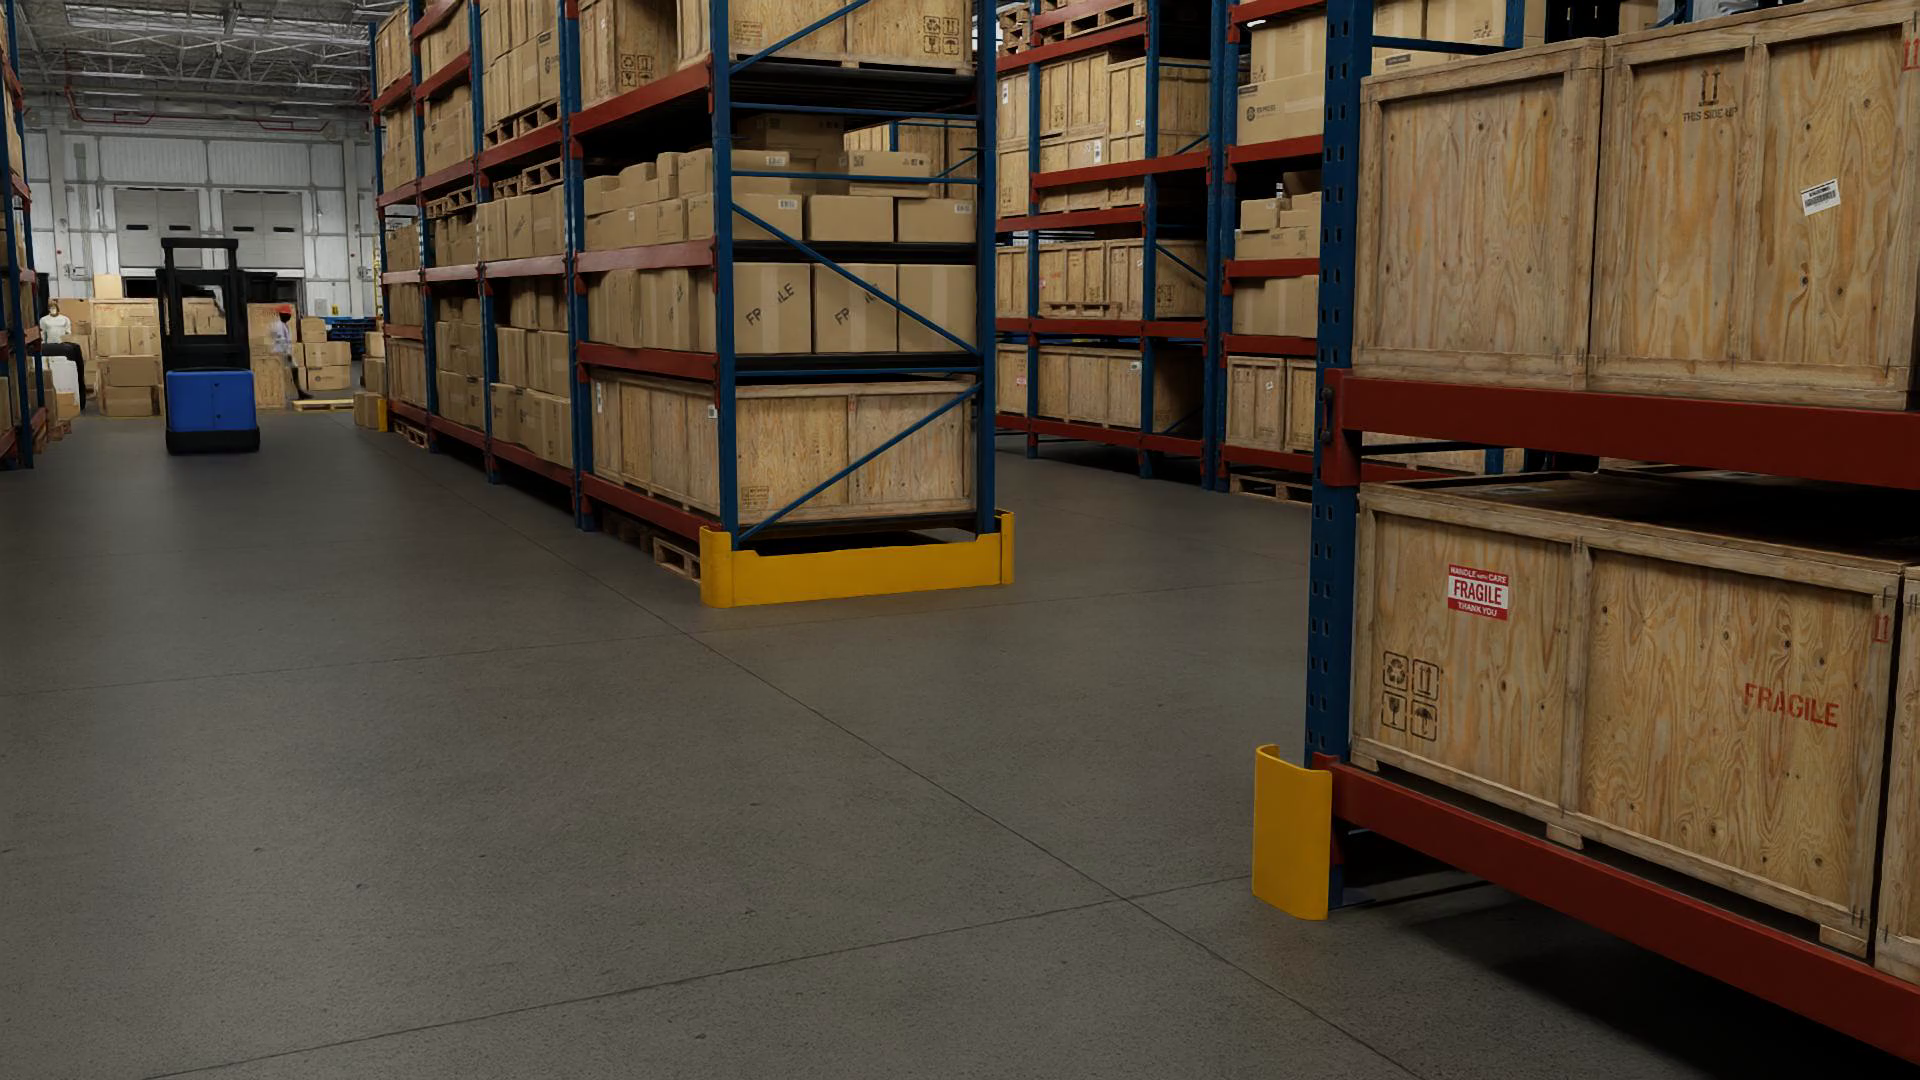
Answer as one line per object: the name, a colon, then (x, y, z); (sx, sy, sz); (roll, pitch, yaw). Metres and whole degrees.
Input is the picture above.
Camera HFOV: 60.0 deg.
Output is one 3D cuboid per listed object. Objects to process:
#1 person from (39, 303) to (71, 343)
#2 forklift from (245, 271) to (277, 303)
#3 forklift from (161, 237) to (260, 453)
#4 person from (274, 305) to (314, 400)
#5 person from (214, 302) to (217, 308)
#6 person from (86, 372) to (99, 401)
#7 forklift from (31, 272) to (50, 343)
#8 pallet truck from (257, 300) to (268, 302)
person: (-20.513, -4.414, 37.754); (0.637, 1.938, 0.357); (-4, 9, -26)
forklift: (-20.652, -6.547, 49.238); (1.873, 2.768, 1.129); (6, 10, 37)
forklift: (-10.037, -2.619, 22.145); (1.129, 2.768, 1.873); (-4, 9, -26)
person: (-13.263, -3.688, 32.890); (0.922, 1.899, 0.566); (0, 8, -1)
person: (-24.667, -6.916, 55.104); (0.597, 1.913, 0.474); (-3, 9, -18)
person: (-16.857, -3.650, 32.991); (0.638, 1.805, 0.959); (8, 11, 43)
forklift: (-27.991, -6.737, 50.544); (1.873, 2.768, 1.129); (1, 8, 5)
pallet truck: (-23.913, -7.404, 58.171); (1.885, 1.965, 0.823); (-1, 8, -9)
